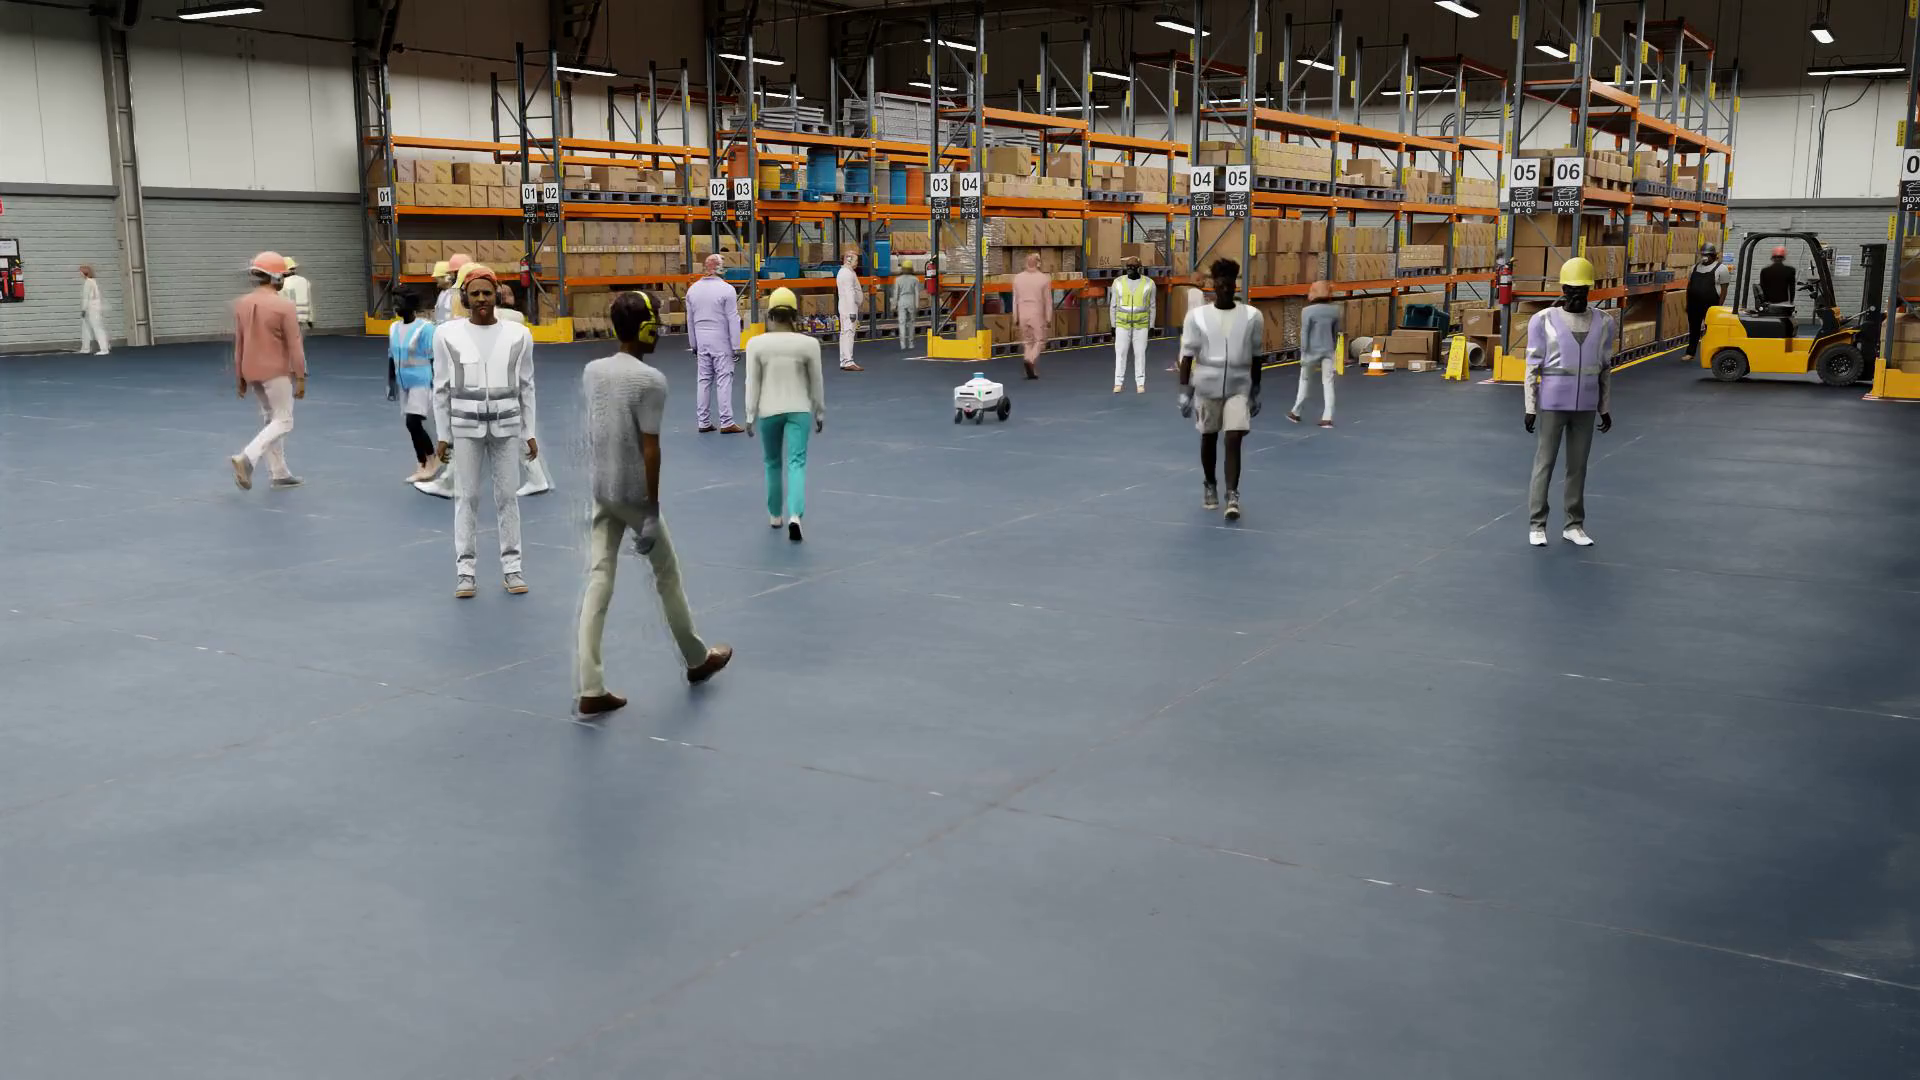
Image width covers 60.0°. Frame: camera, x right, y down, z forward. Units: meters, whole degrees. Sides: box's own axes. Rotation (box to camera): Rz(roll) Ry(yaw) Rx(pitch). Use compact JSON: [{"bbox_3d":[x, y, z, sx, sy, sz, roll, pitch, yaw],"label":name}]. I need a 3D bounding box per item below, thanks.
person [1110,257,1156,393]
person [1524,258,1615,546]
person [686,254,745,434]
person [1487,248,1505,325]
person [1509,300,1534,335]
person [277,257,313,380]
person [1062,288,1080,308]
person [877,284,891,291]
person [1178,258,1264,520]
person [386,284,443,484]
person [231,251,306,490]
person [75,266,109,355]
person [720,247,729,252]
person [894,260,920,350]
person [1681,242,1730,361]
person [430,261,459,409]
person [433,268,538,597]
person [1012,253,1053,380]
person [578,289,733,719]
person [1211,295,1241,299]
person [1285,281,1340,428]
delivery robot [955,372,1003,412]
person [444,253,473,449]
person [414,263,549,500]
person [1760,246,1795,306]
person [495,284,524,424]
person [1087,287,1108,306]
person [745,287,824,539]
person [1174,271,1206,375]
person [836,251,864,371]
[{"bbox_3d":[2.334,-2.901,22.510,0.619,1.840,0.430,1,10,7],"label":"person"},{"bbox_3d":[4.073,-0.913,11.120,0.595,1.925,0.371,-1,10,-3],"label":"person"},{"bbox_3d":[-2.593,-2.088,17.768,0.652,1.904,0.403,6,12,29],"label":"person"},{"bbox_3d":[13.221,-6.244,41.087,1.013,1.884,0.648,8,13,37],"label":"person"},{"bbox_3d":[10.590,-4.605,31.498,0.609,2.036,0.402,9,13,40],"label":"person"},{"bbox_3d":[-10.025,-3.292,24.755,0.690,1.810,0.625,4,11,21],"label":"person"},{"bbox_3d":[2.570,-5.513,37.501,0.526,1.715,0.924,3,11,17],"label":"person"},{"bbox_3d":[-2.203,-7.417,47.314,0.623,2.007,0.806,6,12,30],"label":"person"},{"bbox_3d":[1.936,-1.125,12.359,0.625,1.909,1.025,1,10,4],"label":"person"},{"bbox_3d":[-4.573,-1.289,13.914,0.552,1.681,0.380,7,12,36],"label":"person"},{"bbox_3d":[-5.662,-1.348,13.482,0.630,1.969,0.781,5,11,24],"label":"person"},{"bbox_3d":[-15.802,-4.142,30.080,0.702,1.611,0.558,-4,11,-19],"label":"person"},{"bbox_3d":[-5.995,-6.555,42.766,0.587,1.914,0.391,7,13,36],"label":"person"},{"bbox_3d":[-1.020,-4.498,31.818,0.500,1.708,0.849,1,10,5],"label":"person"},{"bbox_3d":[12.688,-4.051,28.382,0.538,2.000,0.690,-9,13,-40],"label":"person"},{"bbox_3d":[-6.126,-2.462,20.115,0.462,1.811,0.616,-8,13,-38],"label":"person"},{"bbox_3d":[-2.723,-0.614,9.569,0.573,1.883,0.353,-4,11,-21],"label":"person"},{"bbox_3d":[1.058,-3.286,24.535,0.649,1.890,0.645,6,12,29],"label":"person"},{"bbox_3d":[-1.388,-0.178,7.327,0.497,1.818,0.969,6,12,29],"label":"person"},{"bbox_3d":[5.238,-4.676,32.500,0.572,1.814,0.730,7,12,32],"label":"person"},{"bbox_3d":[3.928,-2.063,18.456,0.528,1.595,0.801,-4,11,-19],"label":"person"},{"bbox_3d":[0.217,-1.658,18.874,0.477,0.478,0.707,4,11,24],"label":"delivery robot"},{"bbox_3d":[-4.773,-1.829,16.258,0.650,1.923,0.563,0,10,3],"label":"person"},{"bbox_3d":[-3.777,-1.240,13.130,1.044,1.862,0.594,-2,10,-12],"label":"person"},{"bbox_3d":[15.168,-4.466,30.911,0.622,1.969,0.793,6,12,30],"label":"person"},{"bbox_3d":[-4.803,-1.902,17.583,0.522,1.581,0.843,1,10,8],"label":"person"},{"bbox_3d":[3.095,-5.502,37.517,0.538,1.687,0.364,3,11,18],"label":"person"},{"bbox_3d":[-1.214,-0.882,11.522,0.536,1.732,0.878,-1,10,-3],"label":"person"},{"bbox_3d":[3.508,-3.233,24.977,0.535,1.615,0.509,-2,10,-11],"label":"person"},{"bbox_3d":[-1.748,-3.653,26.547,0.407,1.902,0.639,-3,10,-14],"label":"person"}]
